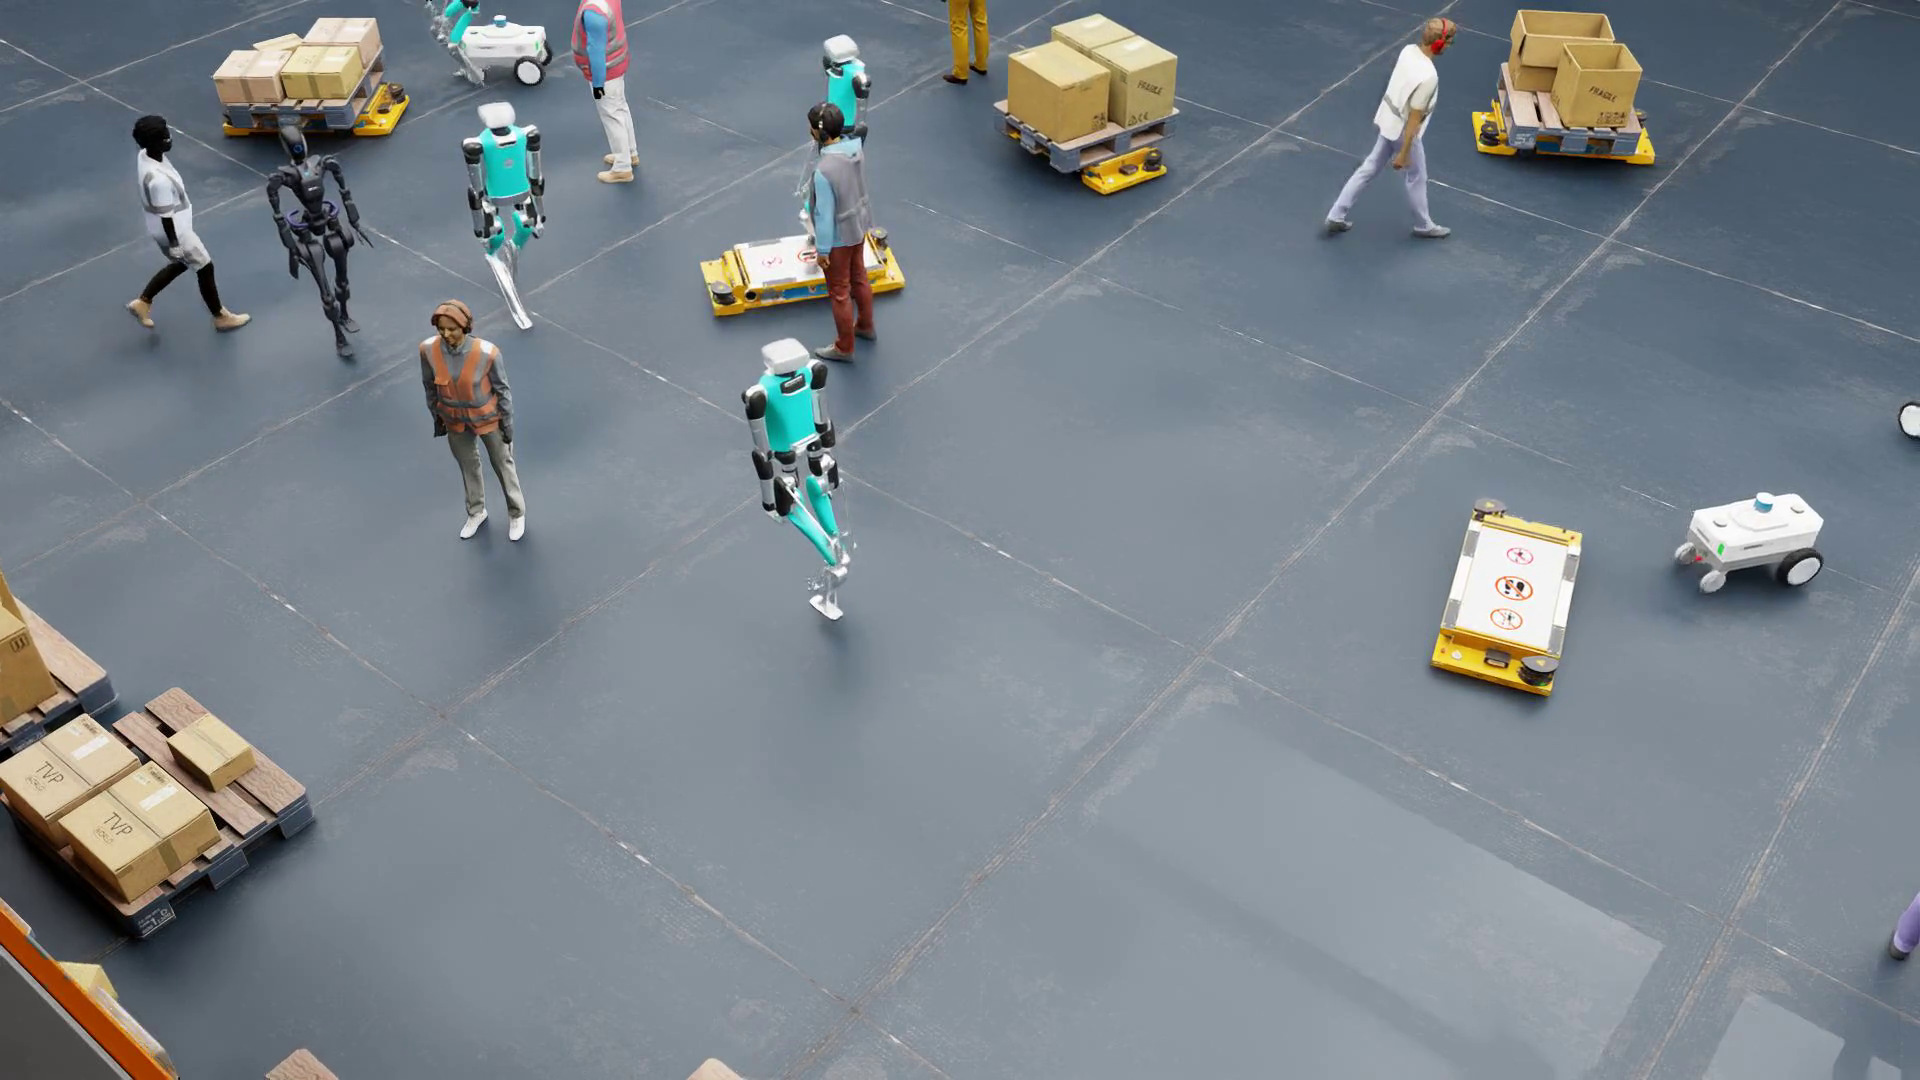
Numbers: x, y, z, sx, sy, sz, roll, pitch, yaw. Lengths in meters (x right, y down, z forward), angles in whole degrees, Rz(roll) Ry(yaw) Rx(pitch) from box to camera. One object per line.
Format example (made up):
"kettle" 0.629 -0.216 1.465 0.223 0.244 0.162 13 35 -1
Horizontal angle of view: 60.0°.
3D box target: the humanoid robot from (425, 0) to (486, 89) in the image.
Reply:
"humanoid robot" -4.471 -4.796 14.620 0.754 1.810 0.536 -11 42 -12

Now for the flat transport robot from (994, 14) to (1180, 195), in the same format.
"flat transport robot" 1.036 -3.348 14.016 0.659 0.231 1.431 -24 46 -26

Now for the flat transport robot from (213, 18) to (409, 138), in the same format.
"flat transport robot" -5.608 -3.755 14.495 1.431 0.231 0.659 0 40 0

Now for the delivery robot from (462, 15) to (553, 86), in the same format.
"delivery robot" -4.125 -4.462 15.097 0.767 0.583 0.499 0 40 0

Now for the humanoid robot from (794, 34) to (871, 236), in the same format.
"humanoid robot" -1.006 -2.745 12.221 0.687 1.854 0.530 -23 45 -25

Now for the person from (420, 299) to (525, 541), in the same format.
"person" -2.875 -0.703 9.842 0.513 1.644 0.306 4 41 4

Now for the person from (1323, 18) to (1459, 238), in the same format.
"person" 3.317 -3.078 12.530 0.996 1.785 0.610 -5 41 -6

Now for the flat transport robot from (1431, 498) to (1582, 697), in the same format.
"flat transport robot" 3.217 0.307 9.716 0.659 0.231 1.431 15 43 17

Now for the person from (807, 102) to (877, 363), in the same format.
"person" -0.801 -2.077 11.291 0.415 1.872 0.528 16 43 18

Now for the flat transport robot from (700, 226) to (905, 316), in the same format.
"flat transport robot" -1.185 -2.019 12.453 1.431 0.231 0.659 -10 41 -12

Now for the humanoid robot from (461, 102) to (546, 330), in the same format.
"humanoid robot" -3.242 -2.319 11.714 0.557 1.831 0.895 -22 45 -24

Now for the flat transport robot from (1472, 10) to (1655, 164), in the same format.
"flat transport robot" 5.132 -3.481 14.173 1.431 0.231 0.659 6 41 6

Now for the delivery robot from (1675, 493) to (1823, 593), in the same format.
"delivery robot" 4.704 -0.023 9.878 0.788 0.587 0.499 -9 41 -11

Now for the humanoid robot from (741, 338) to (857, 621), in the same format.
"humanoid robot" -0.761 -0.204 9.203 0.540 1.794 0.807 -31 49 -32

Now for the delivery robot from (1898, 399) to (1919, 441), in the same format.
"delivery robot" 6.582 -0.788 10.799 0.499 0.614 0.812 -12 42 -14

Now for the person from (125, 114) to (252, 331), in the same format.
"person" -5.529 -2.141 11.511 0.693 1.664 0.541 -21 45 -23

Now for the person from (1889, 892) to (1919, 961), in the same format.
"person" 4.623 1.318 7.319 0.562 1.840 0.376 31 49 31

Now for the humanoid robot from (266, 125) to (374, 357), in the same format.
"humanoid robot" -4.364 -2.091 11.459 0.602 1.642 0.589 -29 48 -30

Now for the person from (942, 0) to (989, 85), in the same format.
"person" 0.059 -4.920 14.726 0.345 1.747 0.539 32 49 32

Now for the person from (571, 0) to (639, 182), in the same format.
"person" -2.860 -3.770 13.312 0.431 1.836 0.629 0 40 -1
